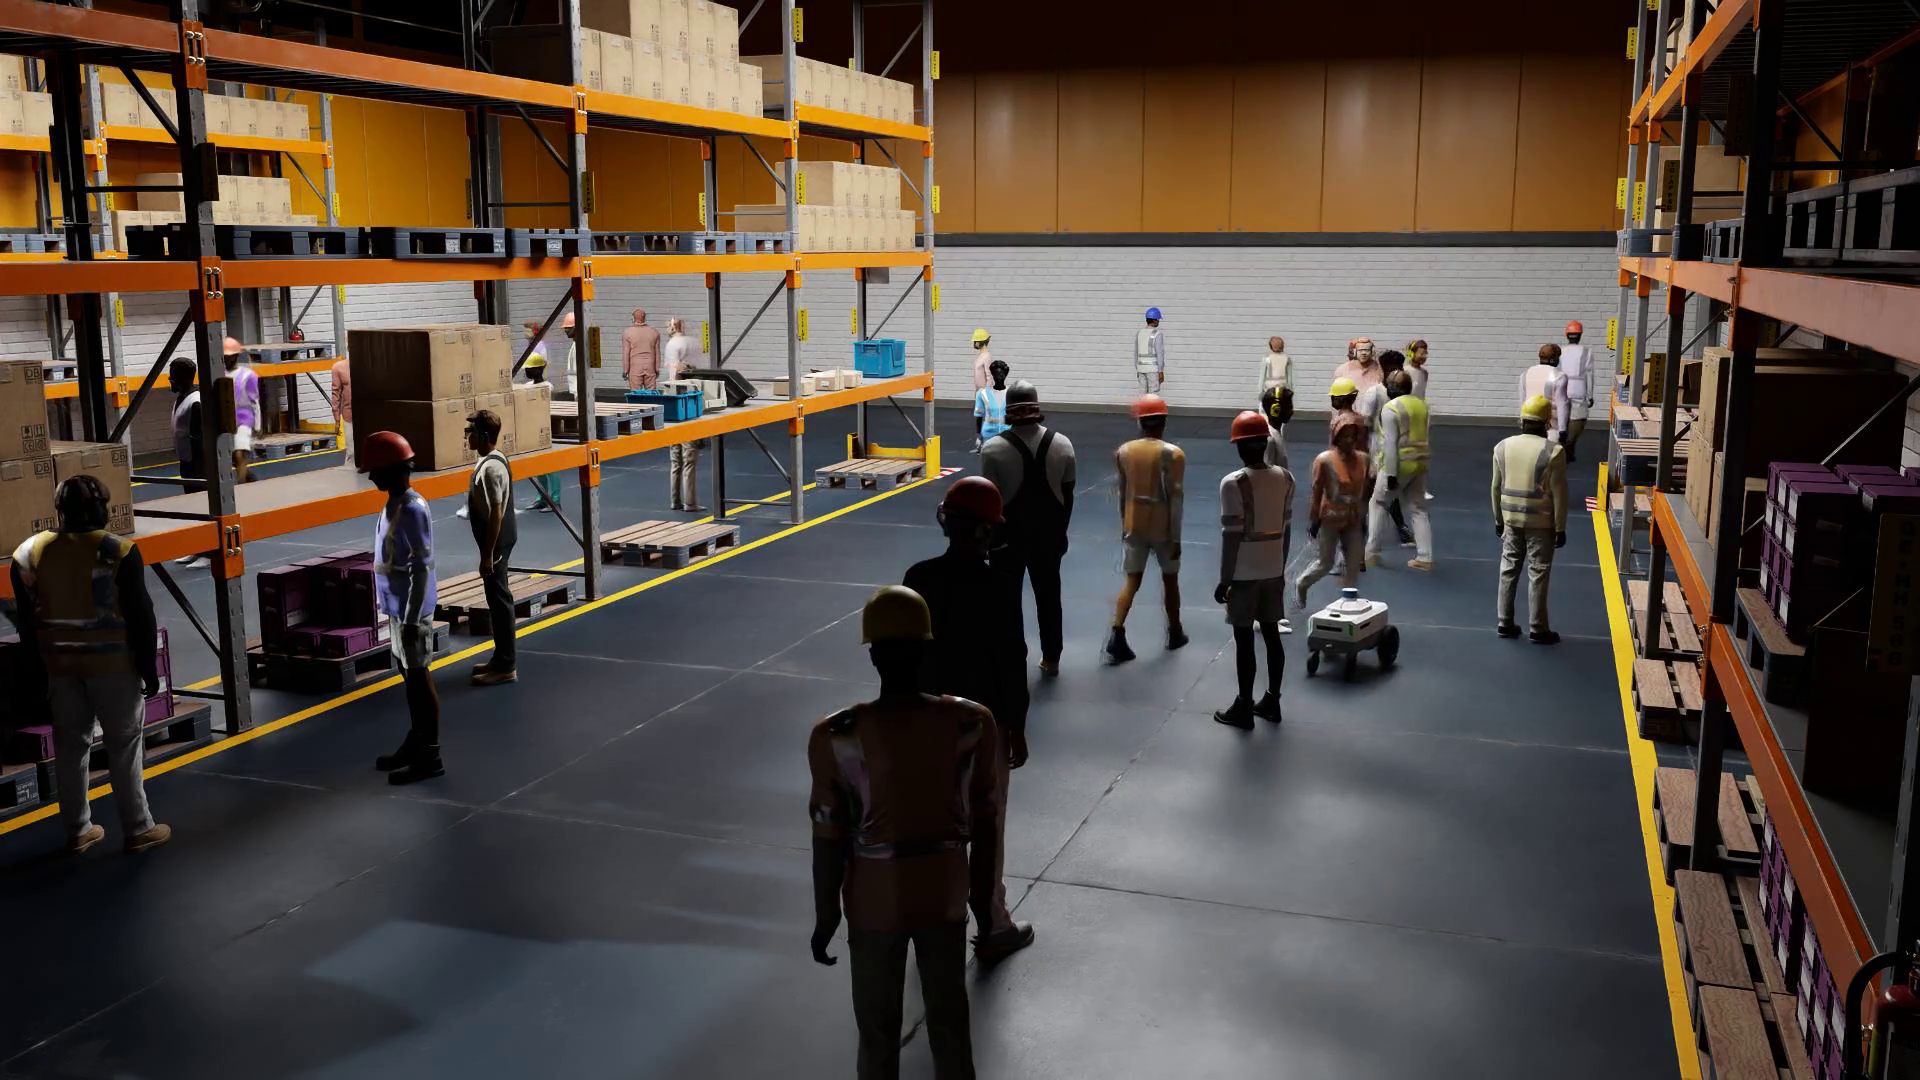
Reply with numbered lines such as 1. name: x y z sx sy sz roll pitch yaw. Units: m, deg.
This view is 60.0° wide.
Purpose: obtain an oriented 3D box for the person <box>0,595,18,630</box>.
1. person: -6.190 0.049 10.891 0.643 1.913 0.493 6 12 32

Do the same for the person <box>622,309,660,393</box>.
1. person: -5.117 -2.745 26.656 0.642 1.910 0.401 -6 12 -30

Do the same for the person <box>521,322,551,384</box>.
1. person: -6.197 -2.311 24.478 0.831 1.817 0.573 -7 13 -36

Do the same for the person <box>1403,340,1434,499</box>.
1. person: 5.205 -1.419 19.388 0.533 1.846 0.824 -6 12 -30

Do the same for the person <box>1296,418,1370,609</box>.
1. person: 2.896 -0.152 12.876 0.517 1.618 0.633 -4 11 -23

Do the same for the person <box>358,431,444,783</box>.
1. person: -3.054 0.362 9.099 0.370 1.928 0.543 -5 11 -28

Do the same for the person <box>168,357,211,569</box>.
1. person: -6.954 -0.701 15.110 0.392 1.920 0.589 -8 13 -38

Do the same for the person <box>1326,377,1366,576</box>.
1. person: 3.414 -0.566 14.816 0.367 1.758 0.528 8 13 39

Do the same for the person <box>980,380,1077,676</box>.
1. person: 0.417 -0.079 11.265 0.674 2.000 0.535 -3 11 -18

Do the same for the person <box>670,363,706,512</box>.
1. person: -3.033 -1.126 18.325 0.518 1.630 0.315 8 13 36

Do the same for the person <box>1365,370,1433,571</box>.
1. person: 3.988 -0.630 15.098 0.634 1.795 0.811 -8 13 -37

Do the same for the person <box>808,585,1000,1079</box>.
1. person: -0.173 1.089 5.039 0.585 1.917 0.382 -3 10 -16

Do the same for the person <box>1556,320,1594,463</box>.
1. person: 8.167 -1.968 22.218 0.573 1.925 0.505 7 12 34

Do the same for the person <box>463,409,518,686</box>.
1. person: -3.134 0.047 11.107 0.346 1.846 0.505 -2 10 -12

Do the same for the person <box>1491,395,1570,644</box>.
1. person: 4.214 -0.152 12.262 0.404 1.830 0.600 -8 13 -39

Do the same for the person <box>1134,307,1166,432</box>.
1. person: 2.997 -2.671 26.125 0.403 1.945 0.614 -7 12 -34

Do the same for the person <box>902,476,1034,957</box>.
1. person: 0.039 0.725 6.892 0.609 1.986 0.390 7 13 36

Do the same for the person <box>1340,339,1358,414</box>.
1. person: 4.495 -1.336 18.791 0.362 1.883 0.575 -5 11 -27

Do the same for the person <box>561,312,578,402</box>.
1. person: -5.042 -1.976 21.950 0.395 2.038 0.614 -2 10 -10

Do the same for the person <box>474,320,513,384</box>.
1. person: -6.078 -1.844 21.369 0.644 1.975 0.451 -5 11 -25

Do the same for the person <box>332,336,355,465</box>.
1. person: -6.719 -1.373 18.687 0.621 1.990 0.391 -4 11 -23

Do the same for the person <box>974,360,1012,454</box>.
1. person: 0.422 -1.094 17.949 0.537 1.695 0.321 0 10 -1

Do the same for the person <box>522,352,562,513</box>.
1. person: -4.619 -1.178 18.256 0.526 1.760 0.341 10 14 44

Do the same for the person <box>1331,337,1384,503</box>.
1. person: 4.446 -1.292 18.471 0.638 1.911 0.402 2 10 10

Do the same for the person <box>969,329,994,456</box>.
1. person: 0.314 -2.052 23.161 0.329 1.764 0.524 -3 10 -15

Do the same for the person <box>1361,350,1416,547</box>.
1. person: 4.180 -0.907 16.313 1.045 1.909 0.622 10 14 44

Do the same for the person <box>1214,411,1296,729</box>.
1. person: 1.764 0.182 10.116 0.546 1.928 0.385 -6 12 -31

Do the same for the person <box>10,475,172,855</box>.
1. person: -4.151 0.604 7.988 0.634 1.839 0.429 0 10 1

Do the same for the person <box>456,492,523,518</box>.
1. person: -5.108 -1.136 17.837 0.399 1.829 0.687 6 12 30

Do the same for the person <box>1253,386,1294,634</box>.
1. person: 2.375 -0.230 12.603 0.329 1.871 0.510 1 10 8

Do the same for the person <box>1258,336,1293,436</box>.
1. person: 4.501 -2.097 23.788 0.546 1.622 0.384 -2 10 -13

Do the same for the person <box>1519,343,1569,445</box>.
1. person: 6.514 -1.265 18.510 0.429 1.840 0.633 -6 12 -29

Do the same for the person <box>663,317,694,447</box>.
1. person: -4.142 -2.270 24.032 0.719 1.881 0.663 3 11 18

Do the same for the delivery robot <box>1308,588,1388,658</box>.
1. delivery robot: 2.685 0.577 11.492 0.477 0.478 0.707 7 12 34

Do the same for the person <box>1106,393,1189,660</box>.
1. person: 1.328 -0.095 11.807 0.540 1.896 0.940 6 12 30

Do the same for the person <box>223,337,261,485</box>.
1. person: -8.163 -1.349 18.808 0.551 1.911 0.845 0 10 -1
